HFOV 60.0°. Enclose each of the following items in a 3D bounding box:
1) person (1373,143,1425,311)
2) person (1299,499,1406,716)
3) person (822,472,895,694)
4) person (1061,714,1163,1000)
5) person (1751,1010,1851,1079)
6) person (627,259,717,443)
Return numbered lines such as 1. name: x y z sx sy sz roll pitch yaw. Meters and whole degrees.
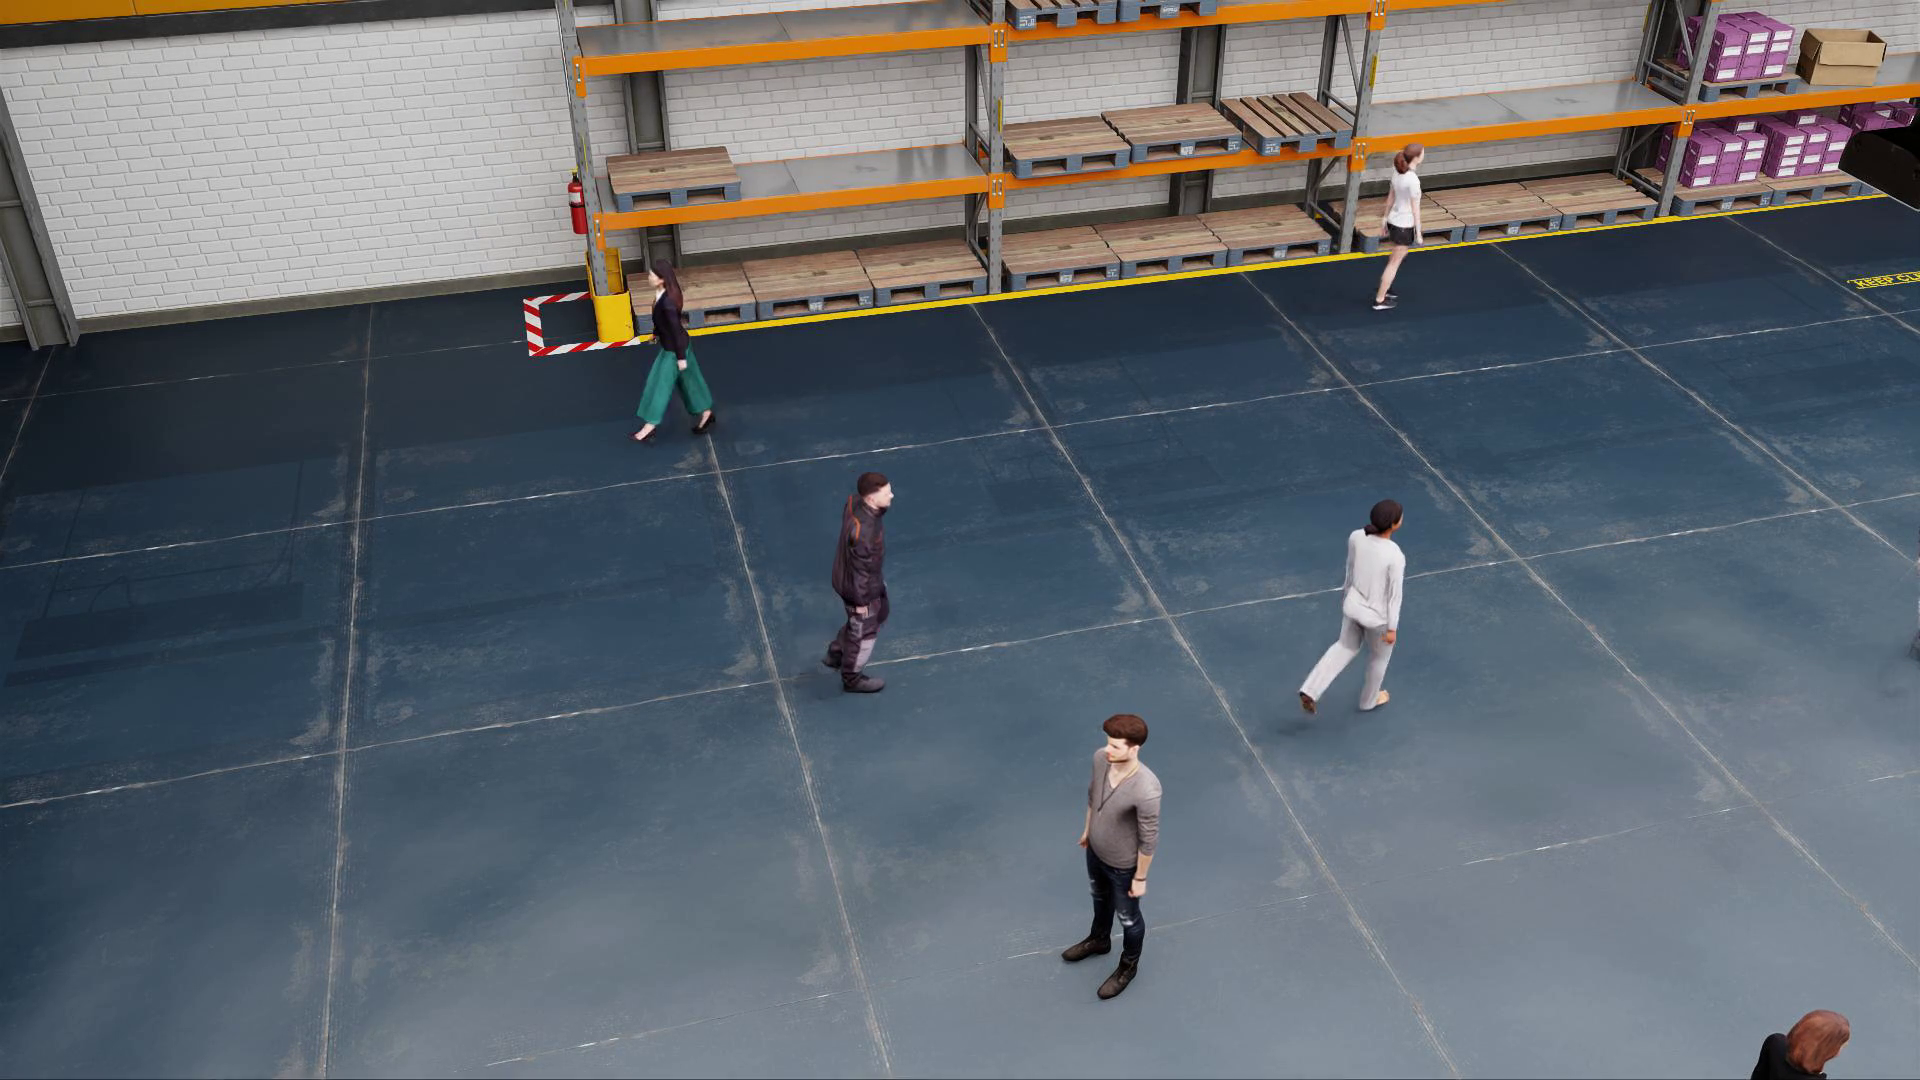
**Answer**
1. person: 4.327 -3.102 16.622 0.593 1.737 0.559 -9 35 -13
2. person: 2.699 0.507 11.215 1.074 1.713 0.829 -19 38 -27
3. person: -0.749 0.289 11.437 0.836 1.831 0.792 -3 34 -5
4. person: 0.879 1.719 9.219 0.706 1.905 0.758 -20 39 -28
5. person: 3.790 2.813 7.754 0.493 1.705 0.588 -7 34 -11
6. person: -2.387 -1.636 14.448 1.030 1.704 0.679 -5 34 -7
